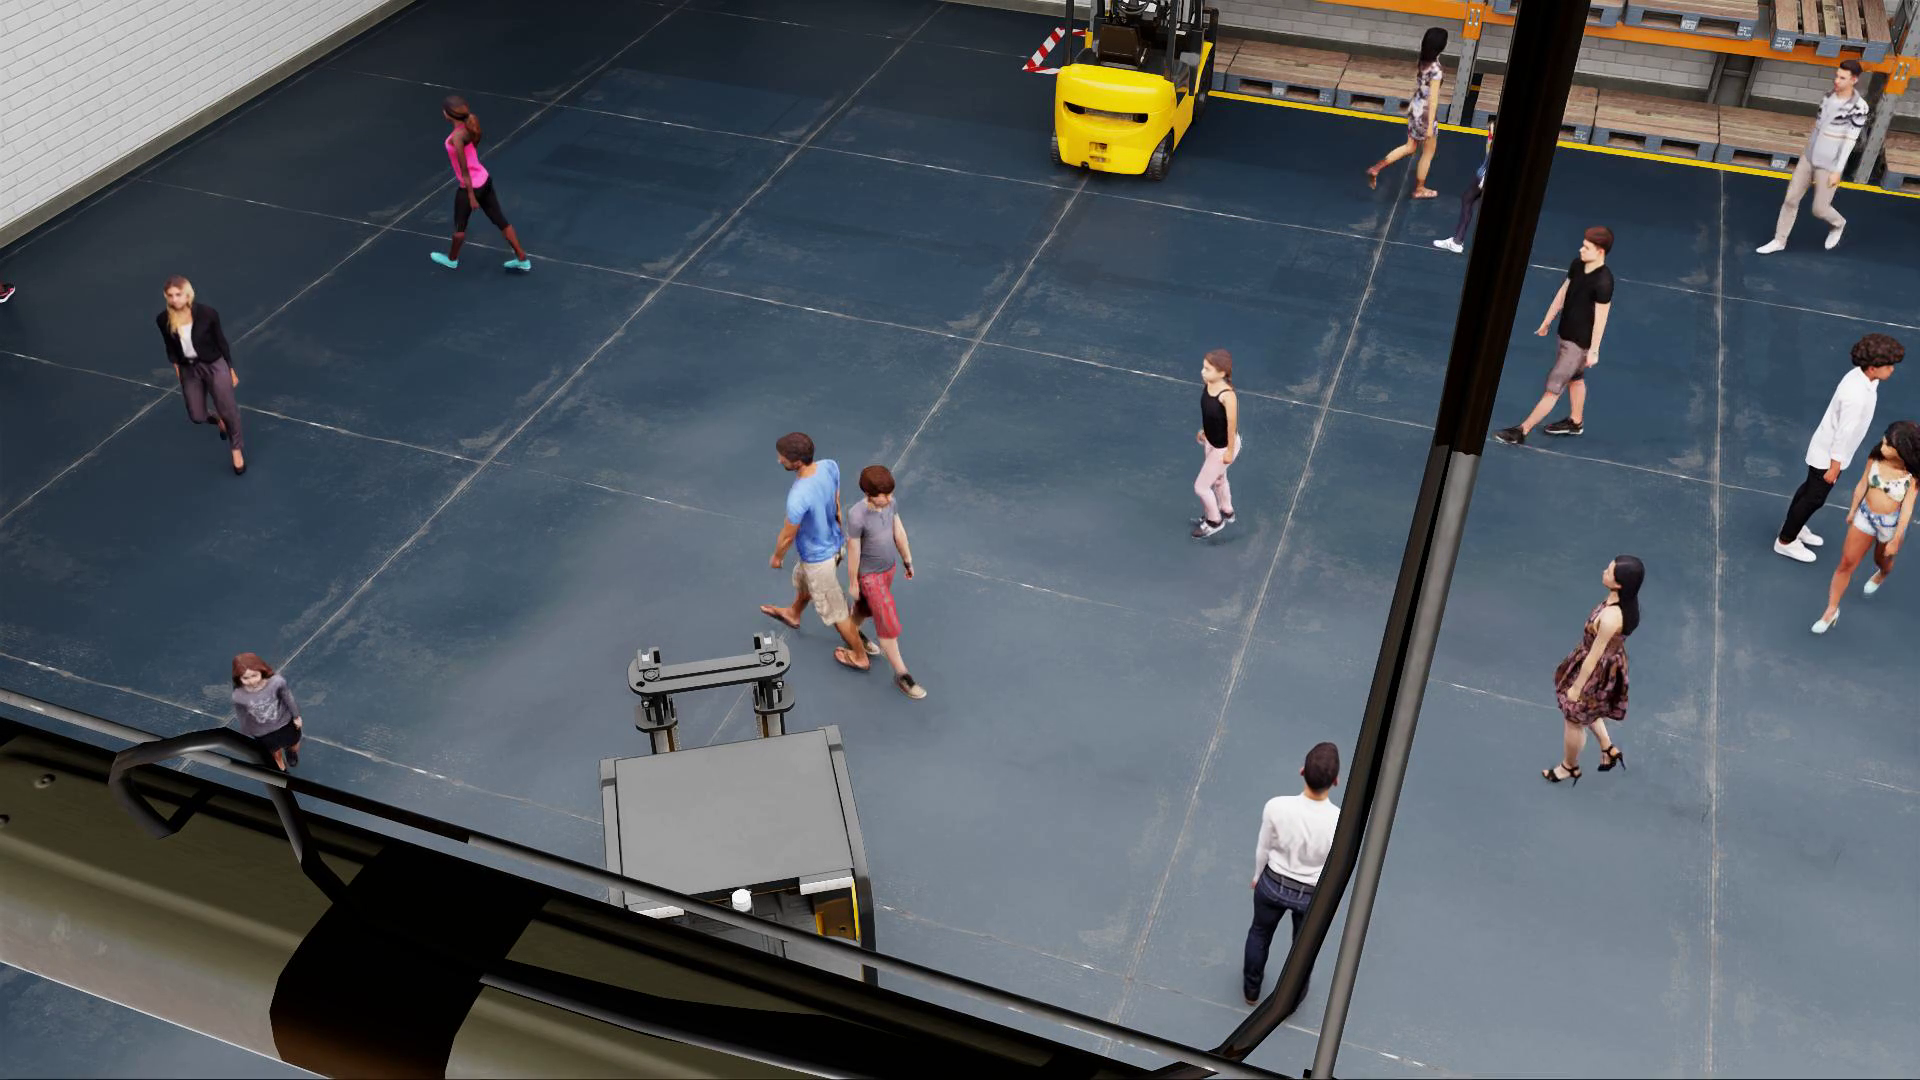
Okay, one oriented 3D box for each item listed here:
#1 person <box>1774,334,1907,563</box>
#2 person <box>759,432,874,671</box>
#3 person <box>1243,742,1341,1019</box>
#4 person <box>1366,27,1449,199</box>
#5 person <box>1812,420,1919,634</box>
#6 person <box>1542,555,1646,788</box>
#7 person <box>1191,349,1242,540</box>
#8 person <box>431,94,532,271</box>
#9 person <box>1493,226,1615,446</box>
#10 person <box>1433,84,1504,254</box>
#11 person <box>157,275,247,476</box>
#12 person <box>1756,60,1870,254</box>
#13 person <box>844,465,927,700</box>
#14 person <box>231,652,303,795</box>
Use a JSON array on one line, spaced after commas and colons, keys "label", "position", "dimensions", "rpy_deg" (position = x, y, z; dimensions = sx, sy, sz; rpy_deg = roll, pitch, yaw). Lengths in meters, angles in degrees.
[{"label": "person", "position": [6.066, -0.657, 11.548], "dimensions": [0.612, 1.806, 0.655], "rpy_deg": [20, 43, 23]}, {"label": "person", "position": [-0.815, 0.119, 10.570], "dimensions": [1.152, 1.814, 0.727], "rpy_deg": [19, 42, 22]}, {"label": "person", "position": [1.705, 1.768, 8.466], "dimensions": [0.520, 1.862, 0.660], "rpy_deg": [13, 40, 15]}, {"label": "person", "position": [4.324, -4.023, 15.835], "dimensions": [1.071, 1.715, 0.892], "rpy_deg": [-5, 39, -7]}, {"label": "person", "position": [6.146, -0.099, 11.042], "dimensions": [1.017, 1.565, 1.058], "rpy_deg": [-26, 45, -29]}, {"label": "person", "position": [3.797, 0.825, 9.726], "dimensions": [0.807, 1.763, 0.687], "rpy_deg": [18, 42, 21]}, {"label": "person", "position": [1.878, -0.684, 11.797], "dimensions": [0.767, 1.537, 0.698], "rpy_deg": [-12, 40, -14]}, {"label": "person", "position": [-4.205, -3.098, 14.717], "dimensions": [1.172, 1.665, 0.727], "rpy_deg": [7, 39, 8]}, {"label": "person", "position": [4.773, -1.535, 12.626], "dimensions": [1.172, 1.833, 0.978], "rpy_deg": [-5, 39, -6]}, {"label": "person", "position": [4.869, -3.289, 14.858], "dimensions": [0.906, 1.788, 0.758], "rpy_deg": [6, 39, 7]}, {"label": "person", "position": [-5.615, -1.264, 12.426], "dimensions": [0.805, 1.660, 0.846], "rpy_deg": [-8, 39, -10]}, {"label": "person", "position": [7.843, -3.417, 14.984], "dimensions": [1.134, 1.830, 1.063], "rpy_deg": [-14, 41, -17]}, {"label": "person", "position": [-0.592, 0.180, 10.657], "dimensions": [1.109, 1.610, 0.810], "rpy_deg": [26, 46, 29]}, {"label": "person", "position": [-4.146, 1.048, 9.977], "dimensions": [0.630, 1.101, 0.695], "rpy_deg": [-18, 42, -21]}]
